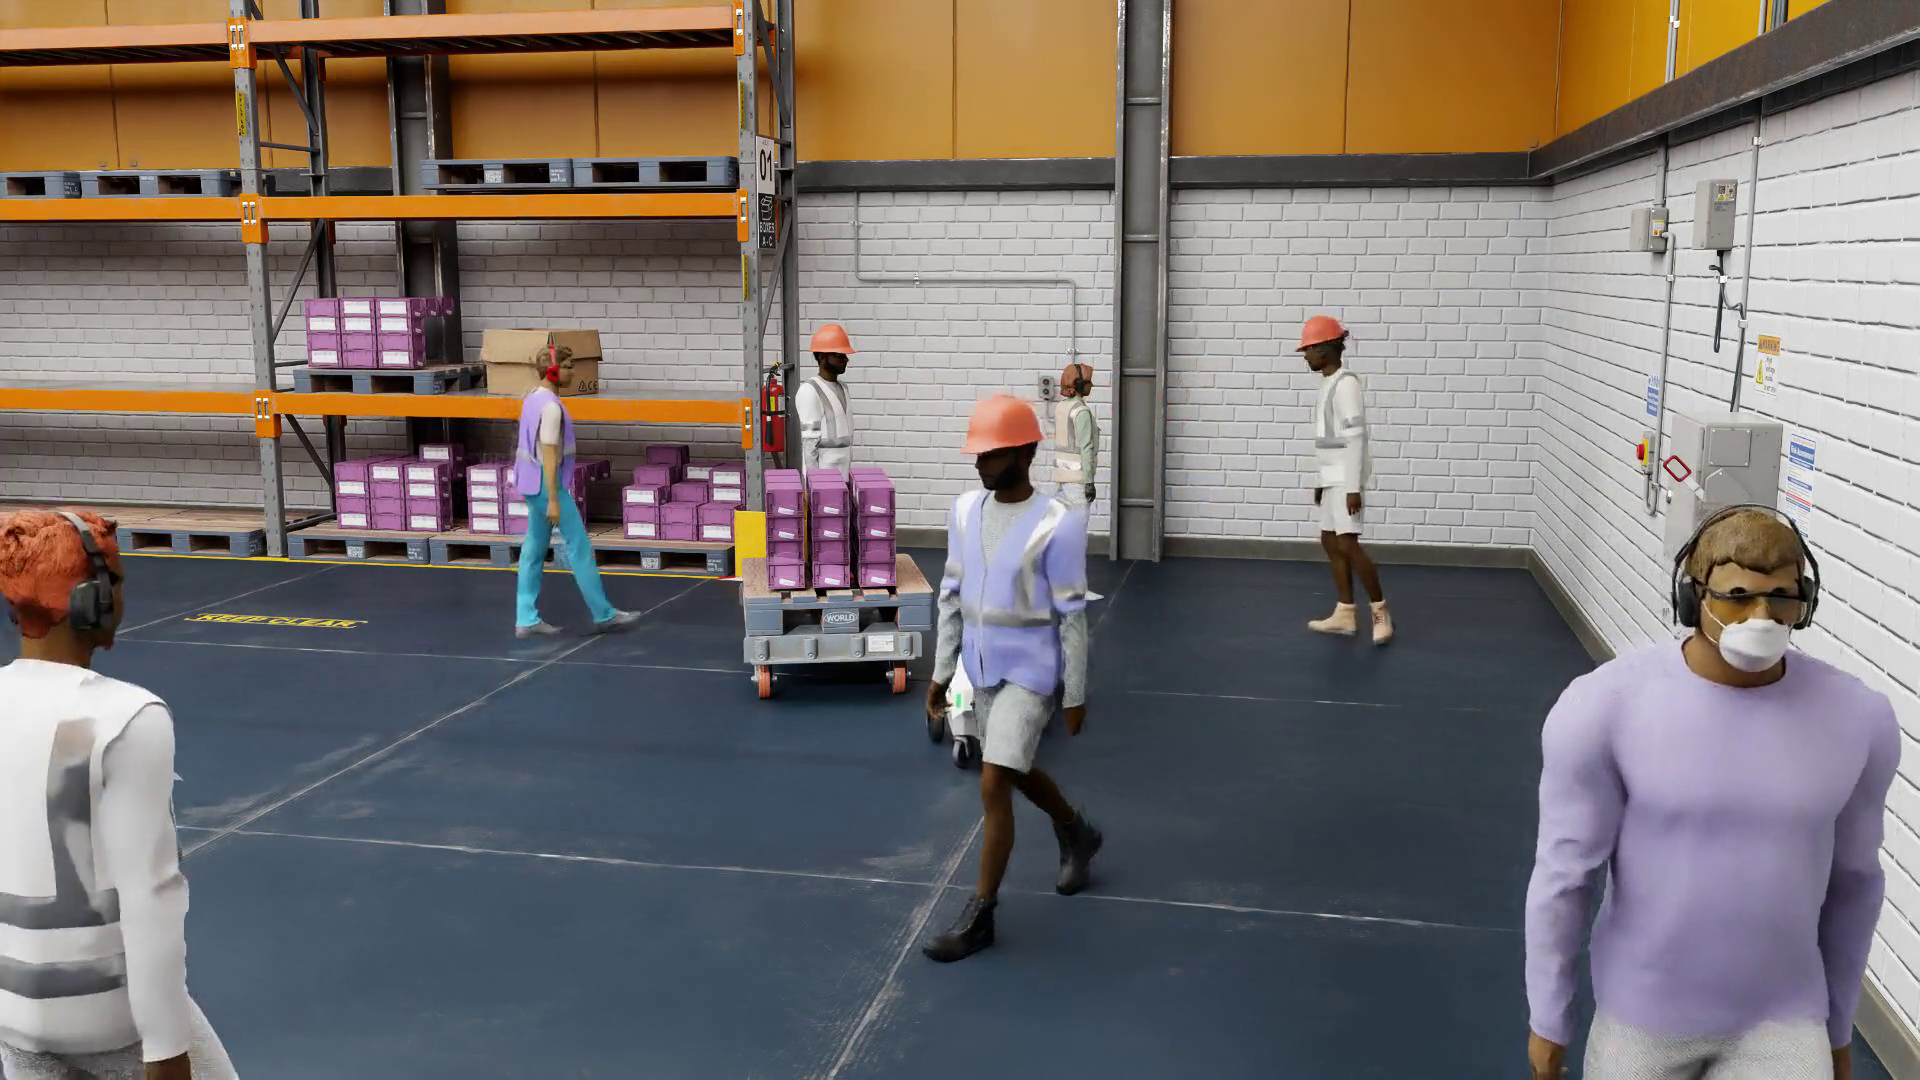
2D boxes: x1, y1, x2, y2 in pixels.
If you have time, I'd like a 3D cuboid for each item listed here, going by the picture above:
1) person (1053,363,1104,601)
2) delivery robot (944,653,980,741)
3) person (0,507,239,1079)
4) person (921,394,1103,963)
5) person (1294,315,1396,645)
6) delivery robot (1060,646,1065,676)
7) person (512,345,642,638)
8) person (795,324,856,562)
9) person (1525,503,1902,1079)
[{"bbox_3d":[0.797,-0.402,11.528,0.310,1.642,0.514,-3,10,-20],"label":"person"},{"bbox_3d":[0.108,0.705,7.843,0.477,0.478,0.707,-1,9,-5],"label":"delivery robot"},{"bbox_3d":[-1.631,0.865,3.176,0.588,1.871,0.471,4,10,22],"label":"person"},{"bbox_3d":[0.222,0.430,5.779,0.542,1.907,0.965,9,13,43],"label":"person"},{"bbox_3d":[2.357,-0.380,10.307,0.606,2.016,0.674,0,9,-1],"label":"person"},{"bbox_3d":[0.310,0.588,8.548,0.477,0.478,0.707,4,10,23],"label":"delivery robot"},{"bbox_3d":[-2.410,-0.298,10.362,0.854,1.812,0.596,-5,11,-27],"label":"person"},{"bbox_3d":[-0.826,-0.414,10.709,0.354,1.939,0.545,4,10,21],"label":"person"},{"bbox_3d":[1.379,0.857,3.164,0.639,1.914,0.886,1,9,5],"label":"person"}]
